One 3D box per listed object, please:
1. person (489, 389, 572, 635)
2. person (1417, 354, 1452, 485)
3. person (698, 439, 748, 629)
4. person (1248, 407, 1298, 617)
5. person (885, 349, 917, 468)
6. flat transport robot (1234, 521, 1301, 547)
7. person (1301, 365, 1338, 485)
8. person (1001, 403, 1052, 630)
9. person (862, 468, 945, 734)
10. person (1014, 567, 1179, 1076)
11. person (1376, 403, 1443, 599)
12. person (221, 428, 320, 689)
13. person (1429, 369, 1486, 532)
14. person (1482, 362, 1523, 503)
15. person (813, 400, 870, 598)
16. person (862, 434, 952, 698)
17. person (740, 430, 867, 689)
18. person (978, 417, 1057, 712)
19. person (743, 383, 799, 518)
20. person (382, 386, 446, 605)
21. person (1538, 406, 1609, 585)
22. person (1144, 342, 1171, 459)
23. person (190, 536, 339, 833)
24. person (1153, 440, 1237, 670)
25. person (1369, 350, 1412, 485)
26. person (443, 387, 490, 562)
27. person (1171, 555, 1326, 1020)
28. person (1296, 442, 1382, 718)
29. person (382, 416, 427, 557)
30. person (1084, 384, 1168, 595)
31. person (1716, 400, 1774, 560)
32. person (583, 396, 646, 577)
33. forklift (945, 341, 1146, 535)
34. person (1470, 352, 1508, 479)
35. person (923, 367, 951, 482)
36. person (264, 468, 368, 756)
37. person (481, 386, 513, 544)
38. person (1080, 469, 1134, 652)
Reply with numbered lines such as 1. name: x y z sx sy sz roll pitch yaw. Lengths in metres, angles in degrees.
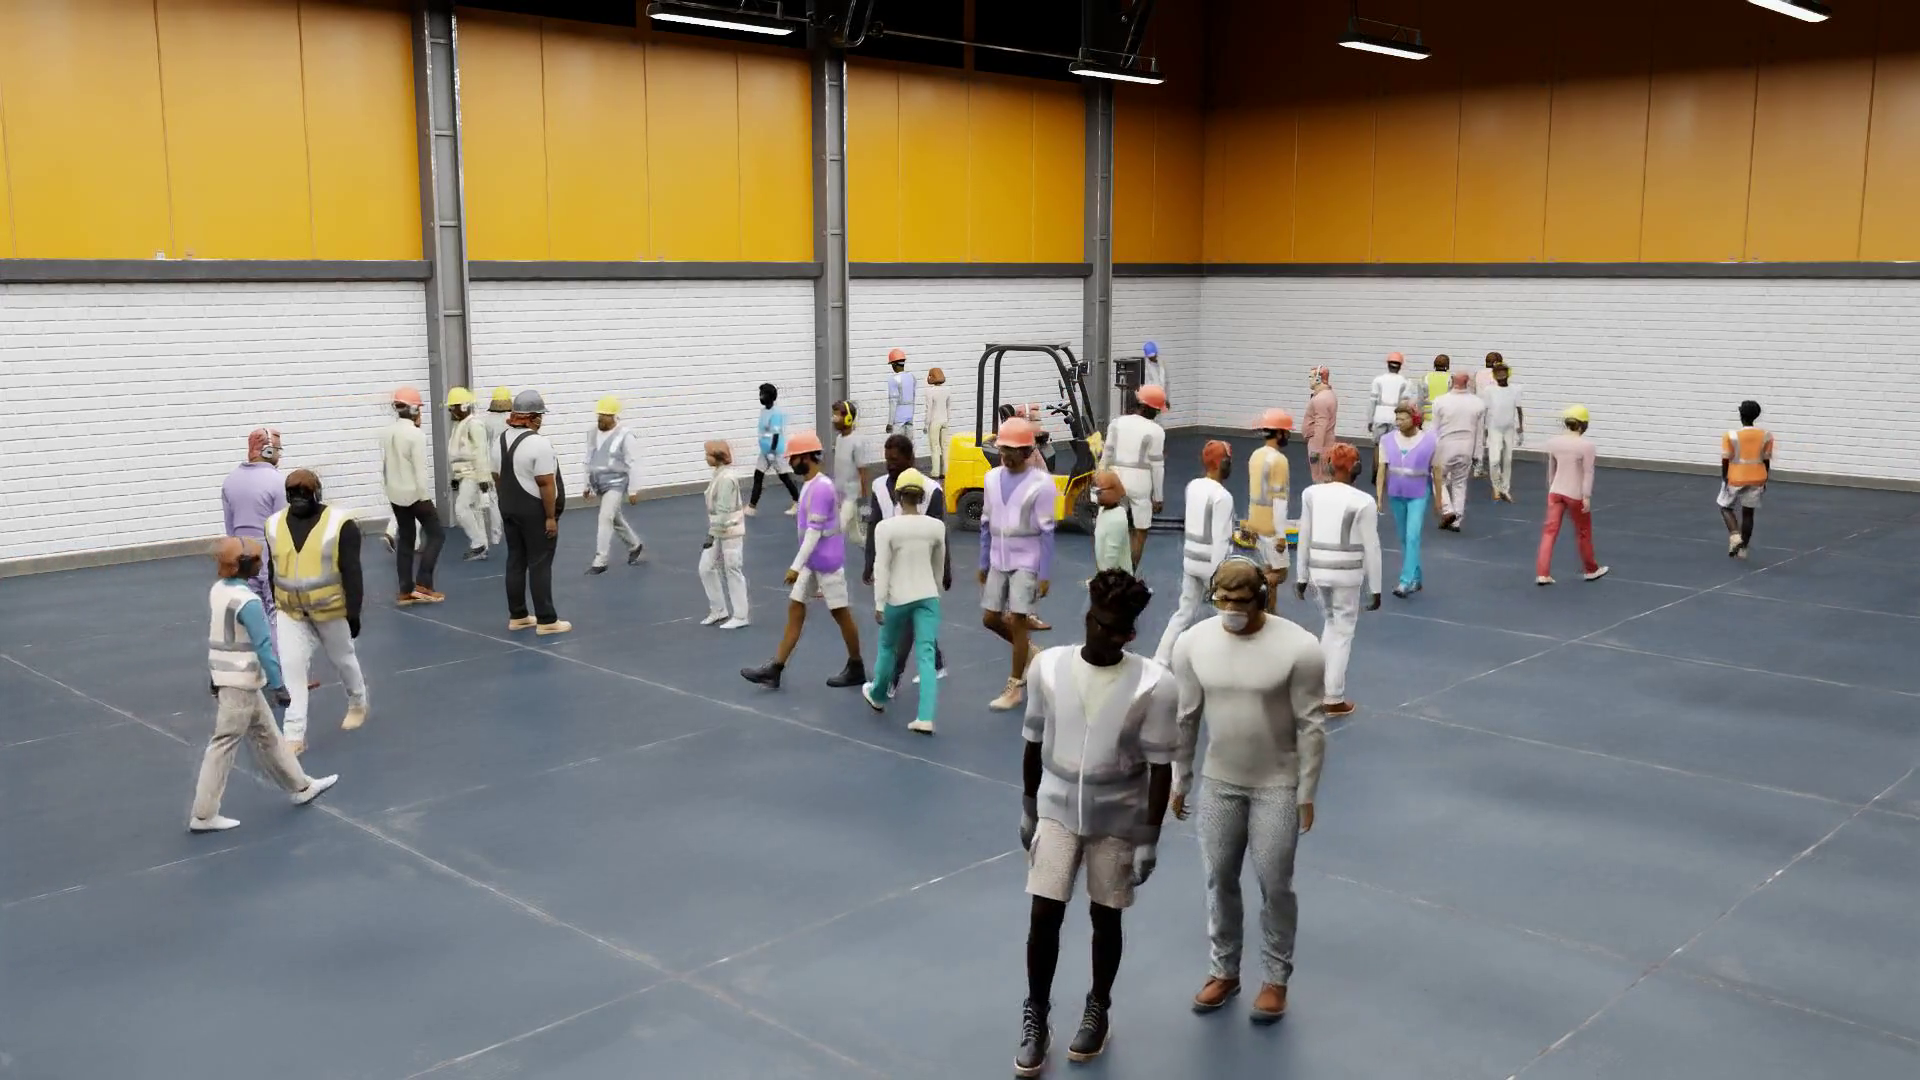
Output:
1. person: -3.566 -0.243 13.912 0.683 2.000 0.536 7 12 37
2. person: 6.743 -1.688 23.381 0.621 1.845 0.429 4 10 26
3. person: -2.017 -0.039 13.953 0.512 1.618 0.510 -4 10 -21
4. person: 2.459 -0.122 13.543 0.633 1.919 0.556 -2 9 -11
5. person: -0.841 -1.681 23.077 0.374 1.928 0.543 7 11 35
6. flat transport robot: 3.730 -0.079 18.321 1.431 0.197 0.652 -1 9 -6
7. person: 4.220 -1.104 19.602 0.401 1.907 0.648 4 10 22
8. person: 0.571 -0.202 14.067 0.406 1.911 0.636 -2 9 -12
9. person: -0.363 0.382 11.055 0.544 1.708 0.923 -4 10 -24
10. person: 0.495 1.058 6.235 0.637 1.938 0.590 3 10 20
11. person: 4.092 -0.353 15.327 0.567 1.792 0.961 7 12 38
12. person: -4.960 0.147 11.962 0.640 1.901 0.401 5 10 26
13. person: 5.692 -1.027 19.188 0.665 1.884 0.436 -1 9 -7
14. person: 7.016 -1.383 21.568 0.483 1.835 0.616 1 9 4
15. person: -0.981 -0.397 15.509 0.907 1.840 0.528 -5 10 -26
16. person: -0.409 0.173 11.921 0.593 1.861 0.971 8 12 39
17. person: -1.111 0.159 11.925 0.982 1.874 0.538 -3 10 -20
18. person: 0.413 0.151 11.528 0.617 2.028 0.626 8 12 39
19. person: -2.296 -1.088 20.287 0.866 1.651 0.545 -5 11 -30
20. person: -4.946 -0.400 15.064 0.631 1.974 0.472 7 12 38
21. person: 5.912 -0.429 16.030 0.895 1.717 0.543 -7 11 -36
22. person: 3.030 -2.171 26.205 0.693 1.898 0.489 -7 11 -36
23. person: -3.836 0.768 9.068 0.860 1.586 0.545 -8 12 -39
24. person: 1.767 0.194 11.912 1.020 1.836 0.576 -4 10 -26
25. person: 5.982 -1.683 23.163 0.555 1.902 0.581 4 10 21
26. person: -5.129 -0.675 17.256 0.490 1.813 0.603 -6 11 -33
27. person: 1.144 0.992 6.722 0.650 1.916 0.419 5 11 29
28. person: 2.594 0.270 11.294 0.493 1.865 0.613 -8 12 -42
29. person: -5.842 -0.609 17.454 0.537 1.610 0.486 3 10 17
30. person: 1.539 -0.461 15.423 0.793 1.987 0.476 7 12 36
31. person: 8.162 -0.614 17.284 0.539 1.684 0.419 1 9 6
32. person: -3.463 -0.566 16.682 0.599 1.789 0.898 6 11 33
33. forklift: 0.977 -1.223 19.452 2.313 2.155 1.214 2 9 11
34. person: 7.704 -1.808 24.139 0.429 1.838 0.621 -6 11 -34
35. person: -0.329 -1.649 23.775 0.284 1.636 0.500 8 12 41
36. person: -4.091 0.420 10.627 0.635 1.799 0.979 0 9 1
37. person: -5.047 -0.827 18.410 0.493 1.741 0.310 -1 9 -8
38. person: 1.058 0.297 11.893 0.472 1.614 0.507 -2 10 -14
